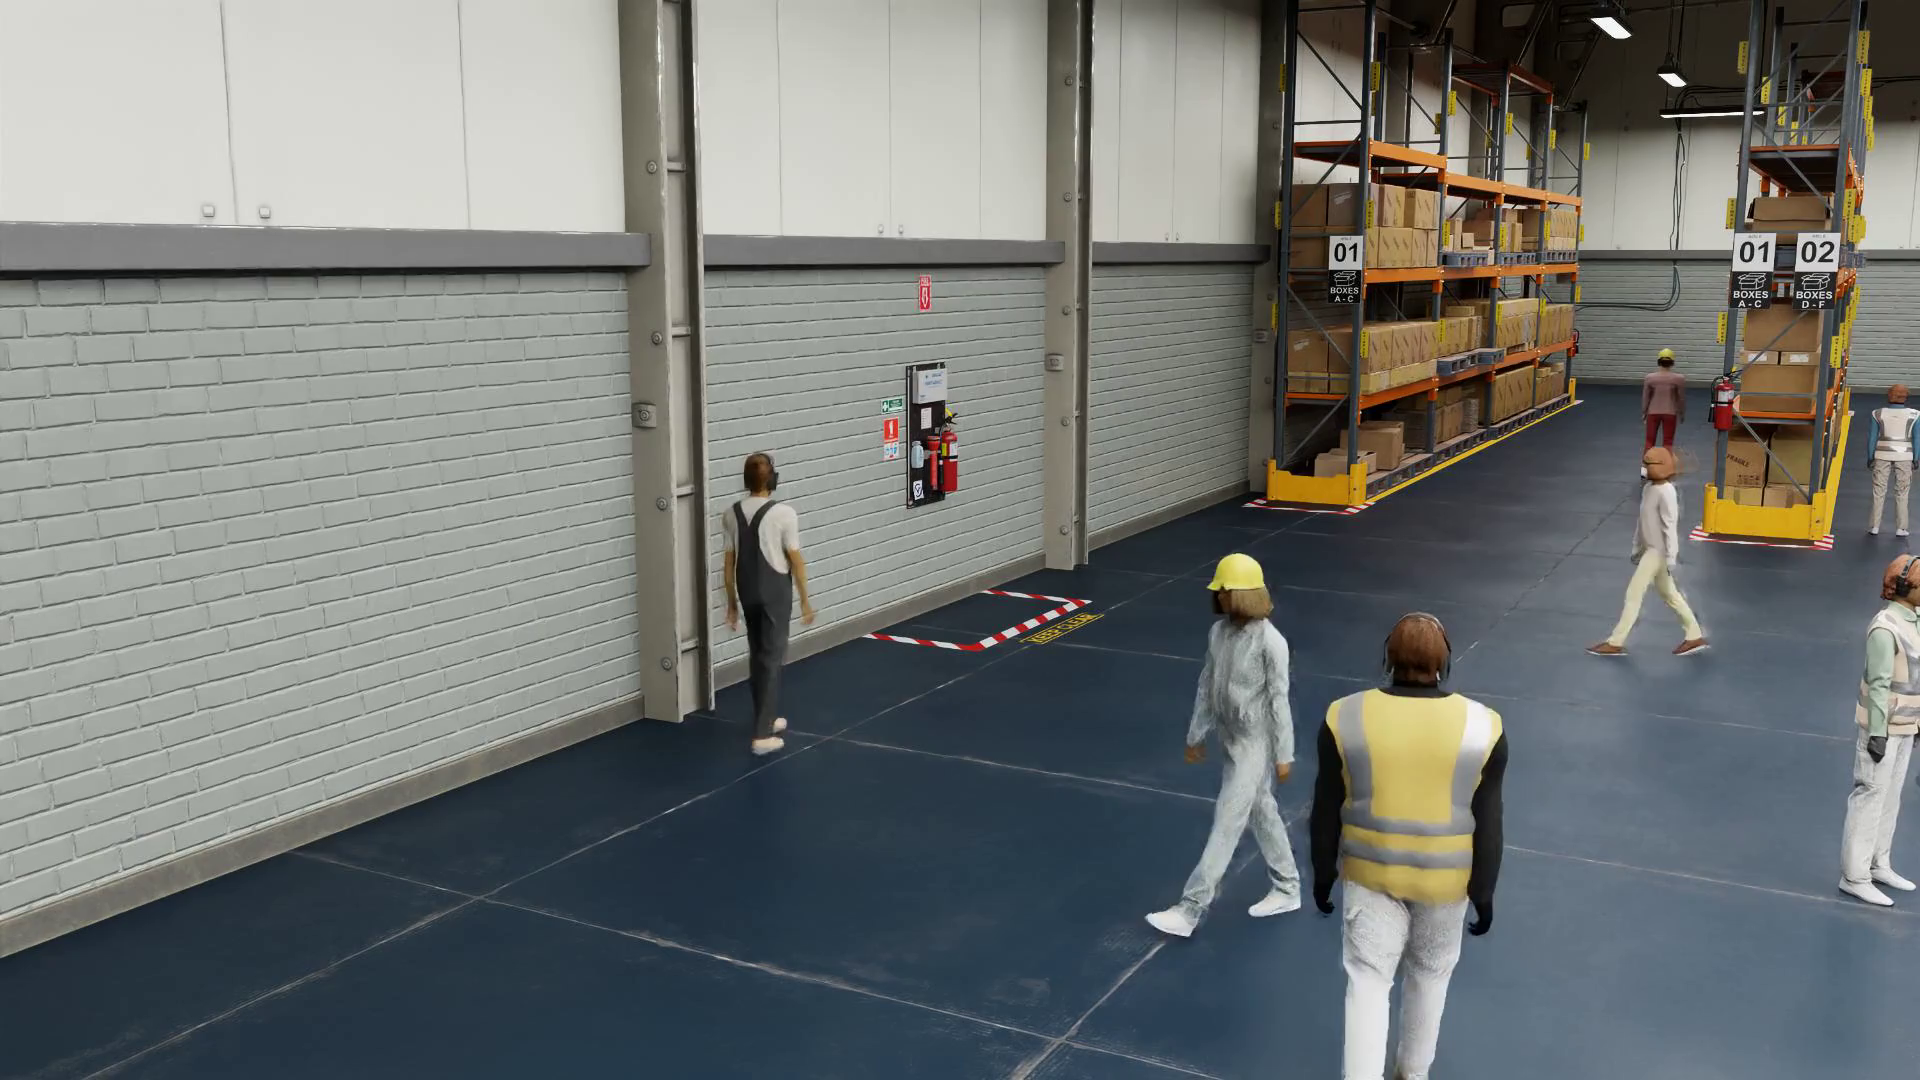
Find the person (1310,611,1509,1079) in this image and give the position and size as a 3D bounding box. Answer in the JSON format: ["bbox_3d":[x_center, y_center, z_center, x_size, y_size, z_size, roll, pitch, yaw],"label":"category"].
[{"bbox_3d":[1.497,1.143,5.618,0.632,1.818,0.837,3,10,15],"label":"person"}]

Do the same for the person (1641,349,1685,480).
[{"bbox_3d":[9.410,-1.678,22.290,0.537,1.766,0.331,6,12,33],"label":"person"}]

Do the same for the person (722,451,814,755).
[{"bbox_3d":[-1.179,0.365,10.156,0.516,1.840,0.568,5,11,26],"label":"person"}]

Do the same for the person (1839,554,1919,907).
[{"bbox_3d":[4.326,0.872,7.730,0.514,1.635,0.311,-9,13,-44],"label":"person"}]

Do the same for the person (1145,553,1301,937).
[{"bbox_3d":[1.186,0.900,7.366,0.901,1.689,0.501,-4,11,-25],"label":"person"}]

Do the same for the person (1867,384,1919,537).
[{"bbox_3d":[9.978,-0.848,17.781,0.511,1.640,0.308,6,12,32],"label":"person"}]

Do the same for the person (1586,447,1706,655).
[{"bbox_3d":[5.198,0.095,12.418,0.880,1.594,0.511,1,10,8],"label":"person"}]
